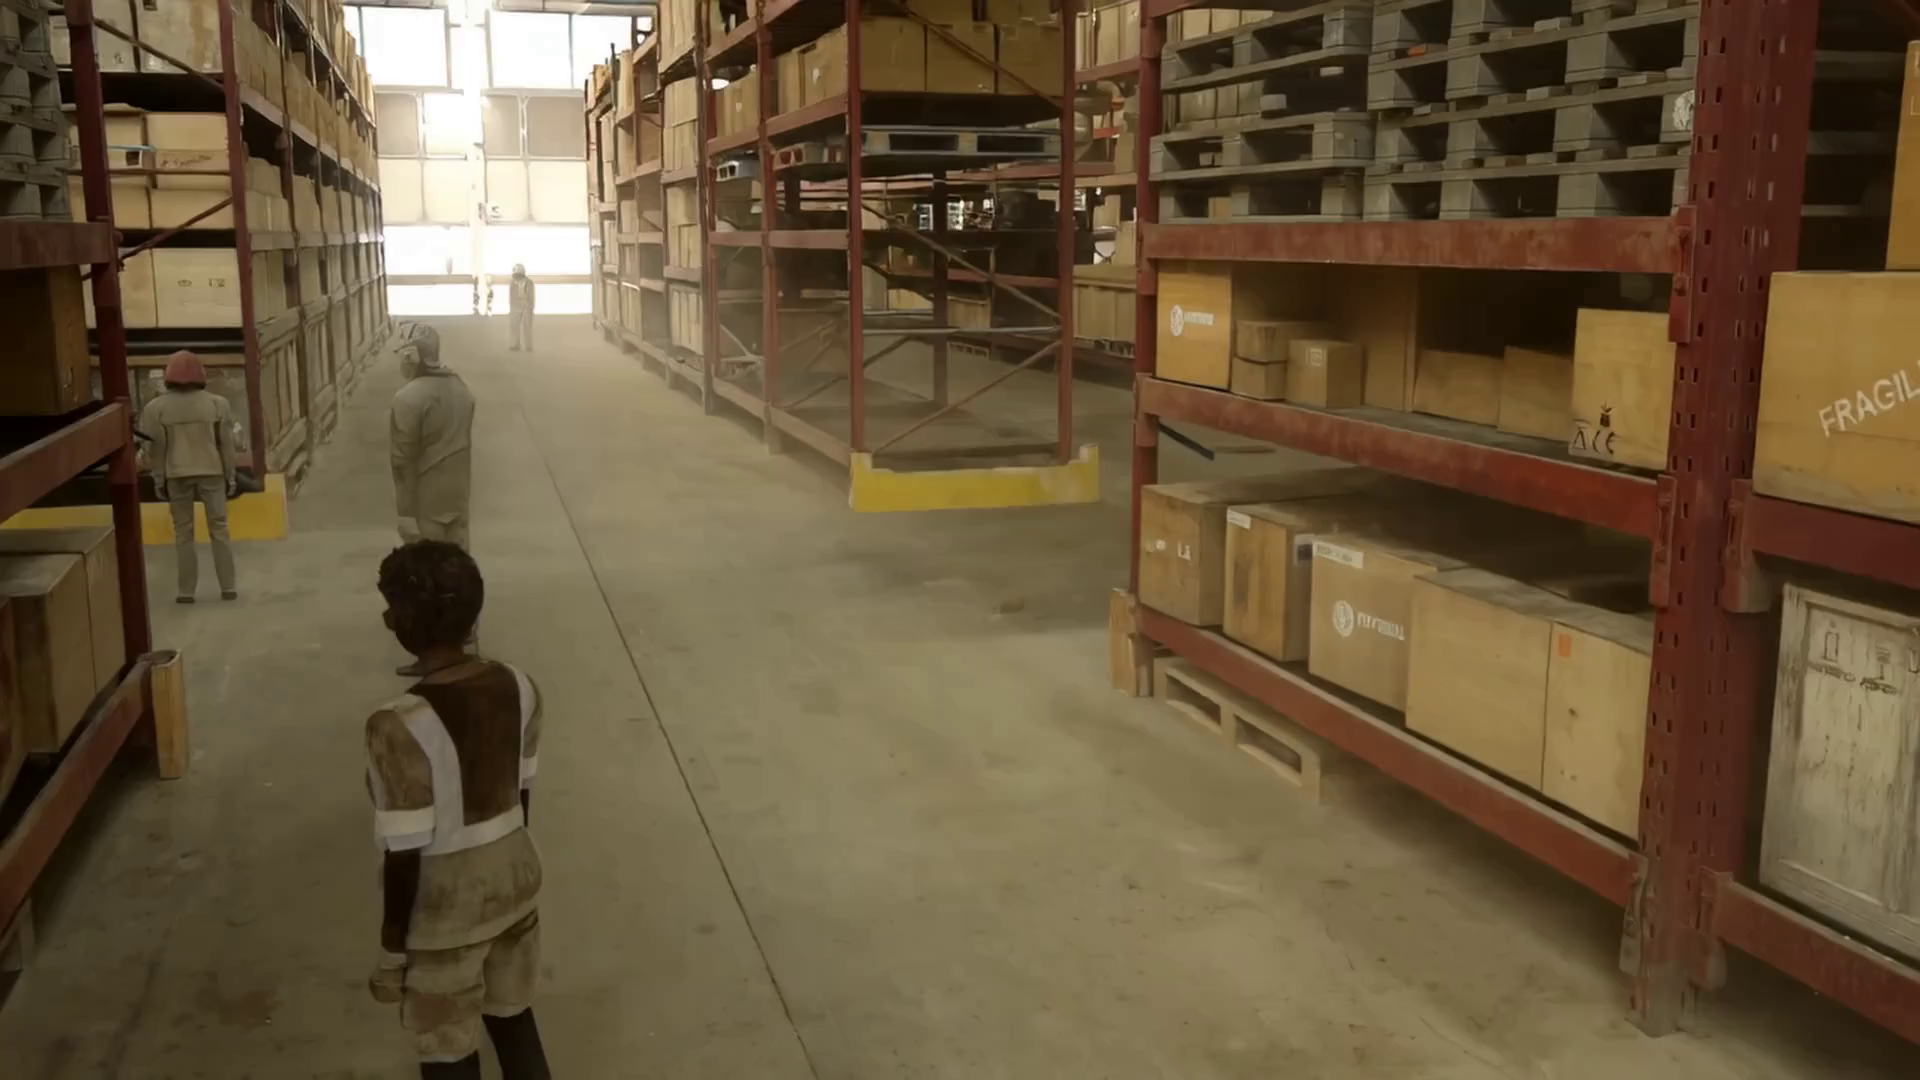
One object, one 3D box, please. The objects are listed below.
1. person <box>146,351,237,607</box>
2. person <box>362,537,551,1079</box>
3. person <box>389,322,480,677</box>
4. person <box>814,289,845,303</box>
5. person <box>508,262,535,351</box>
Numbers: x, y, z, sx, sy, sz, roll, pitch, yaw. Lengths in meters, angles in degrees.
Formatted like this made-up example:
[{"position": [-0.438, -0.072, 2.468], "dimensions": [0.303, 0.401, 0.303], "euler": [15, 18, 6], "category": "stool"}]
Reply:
[{"position": [-4.879, -0.385, 10.602], "dimensions": [0.497, 1.633, 0.285], "euler": [-7, 12, -32], "category": "person"}, {"position": [-1.124, 0.834, 3.733], "dimensions": [0.318, 1.698, 0.539], "euler": [4, 11, 19], "category": "person"}, {"position": [-2.859, -0.218, 8.968], "dimensions": [0.398, 1.899, 0.649], "euler": [2, 11, 13], "category": "person"}, {"position": [-2.690, -4.967, 34.952], "dimensions": [0.639, 1.905, 0.937], "euler": [-5, 12, -26], "category": "person"}, {"position": [-9.057, -4.805, 34.294], "dimensions": [0.601, 1.827, 0.403], "euler": [3, 11, 15], "category": "person"}]
